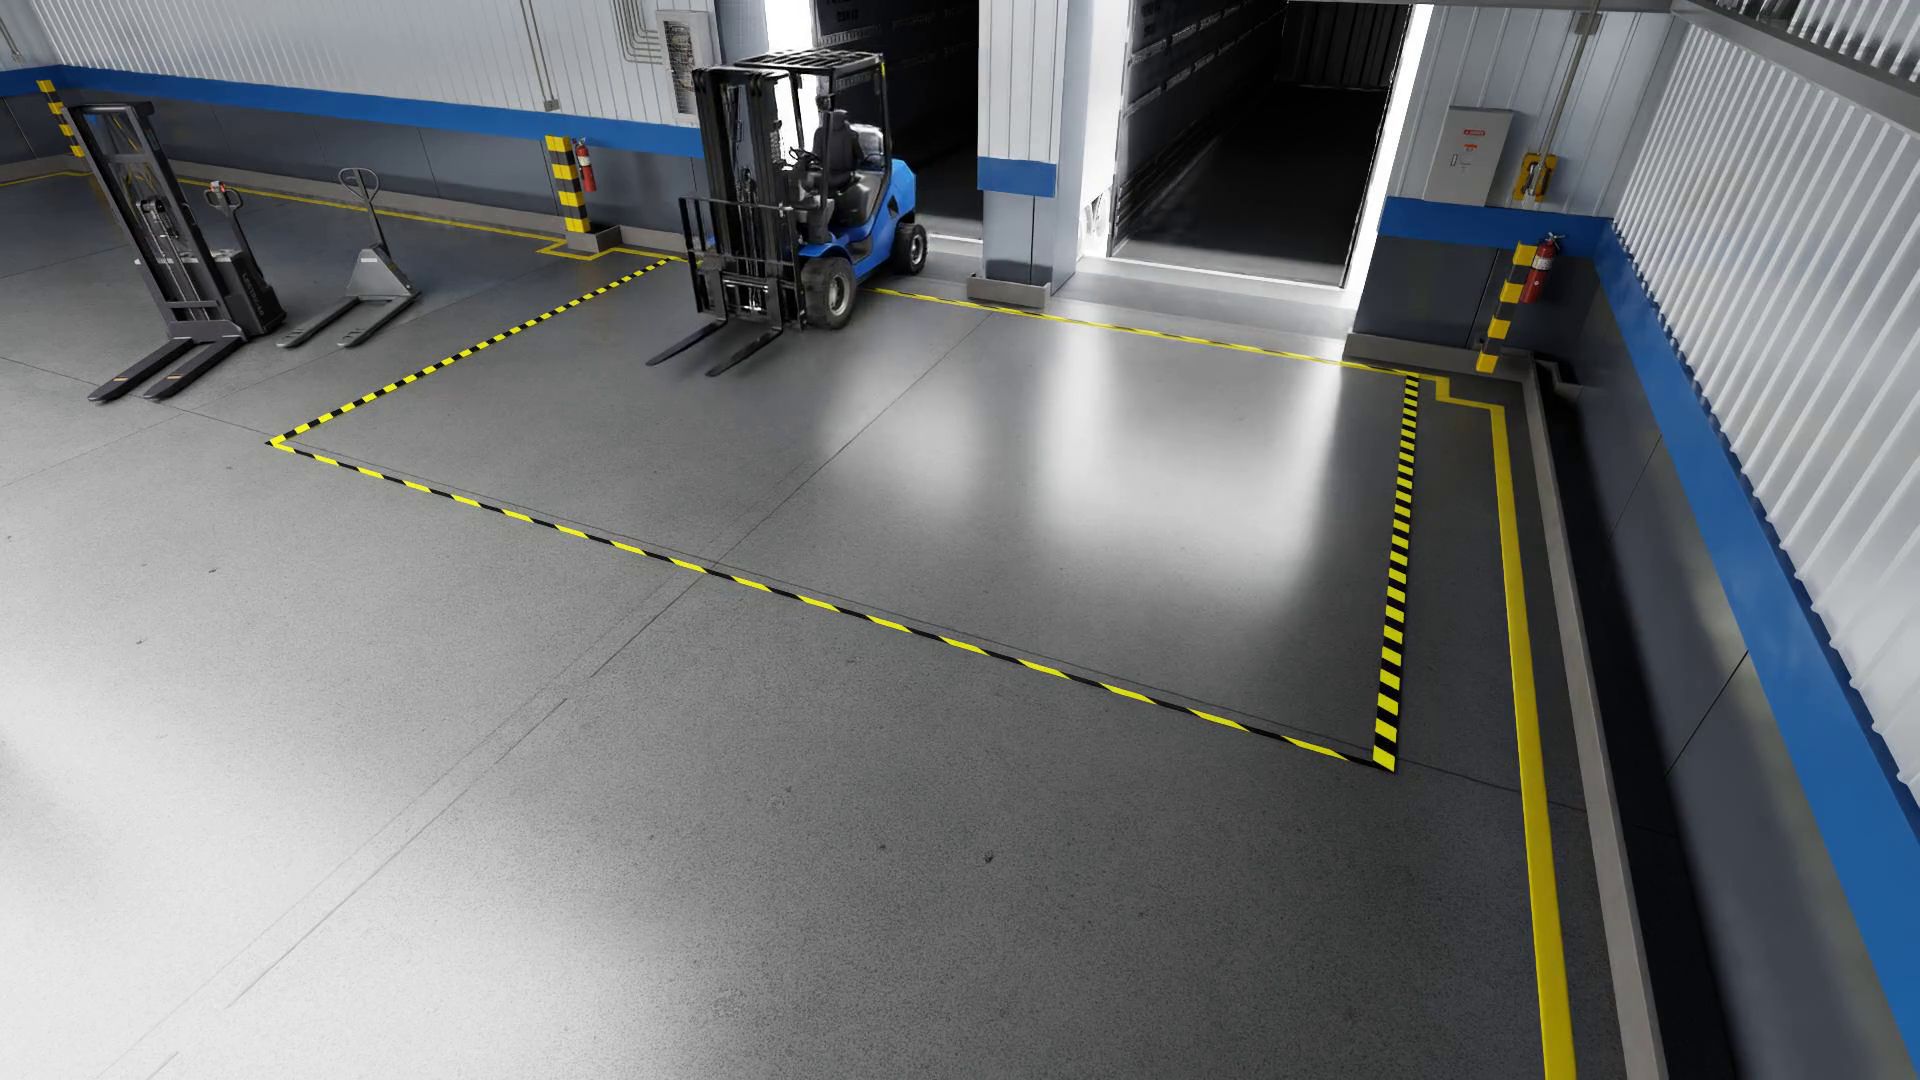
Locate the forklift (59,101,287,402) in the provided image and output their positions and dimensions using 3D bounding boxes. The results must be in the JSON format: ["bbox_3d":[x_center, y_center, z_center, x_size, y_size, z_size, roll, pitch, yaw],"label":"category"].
[{"bbox_3d":[-6.686,-2.387,7.434,0.823,1.965,1.885,-3,35,-5],"label":"forklift"}]

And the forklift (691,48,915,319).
[{"bbox_3d":[-1.391,-3.477,8.673,1.157,2.036,2.680,13,37,18],"label":"forklift"}]

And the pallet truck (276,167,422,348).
[{"bbox_3d":[-5.732,-2.611,8.414,0.680,1.201,1.601,-1,35,-1],"label":"pallet truck"}]
